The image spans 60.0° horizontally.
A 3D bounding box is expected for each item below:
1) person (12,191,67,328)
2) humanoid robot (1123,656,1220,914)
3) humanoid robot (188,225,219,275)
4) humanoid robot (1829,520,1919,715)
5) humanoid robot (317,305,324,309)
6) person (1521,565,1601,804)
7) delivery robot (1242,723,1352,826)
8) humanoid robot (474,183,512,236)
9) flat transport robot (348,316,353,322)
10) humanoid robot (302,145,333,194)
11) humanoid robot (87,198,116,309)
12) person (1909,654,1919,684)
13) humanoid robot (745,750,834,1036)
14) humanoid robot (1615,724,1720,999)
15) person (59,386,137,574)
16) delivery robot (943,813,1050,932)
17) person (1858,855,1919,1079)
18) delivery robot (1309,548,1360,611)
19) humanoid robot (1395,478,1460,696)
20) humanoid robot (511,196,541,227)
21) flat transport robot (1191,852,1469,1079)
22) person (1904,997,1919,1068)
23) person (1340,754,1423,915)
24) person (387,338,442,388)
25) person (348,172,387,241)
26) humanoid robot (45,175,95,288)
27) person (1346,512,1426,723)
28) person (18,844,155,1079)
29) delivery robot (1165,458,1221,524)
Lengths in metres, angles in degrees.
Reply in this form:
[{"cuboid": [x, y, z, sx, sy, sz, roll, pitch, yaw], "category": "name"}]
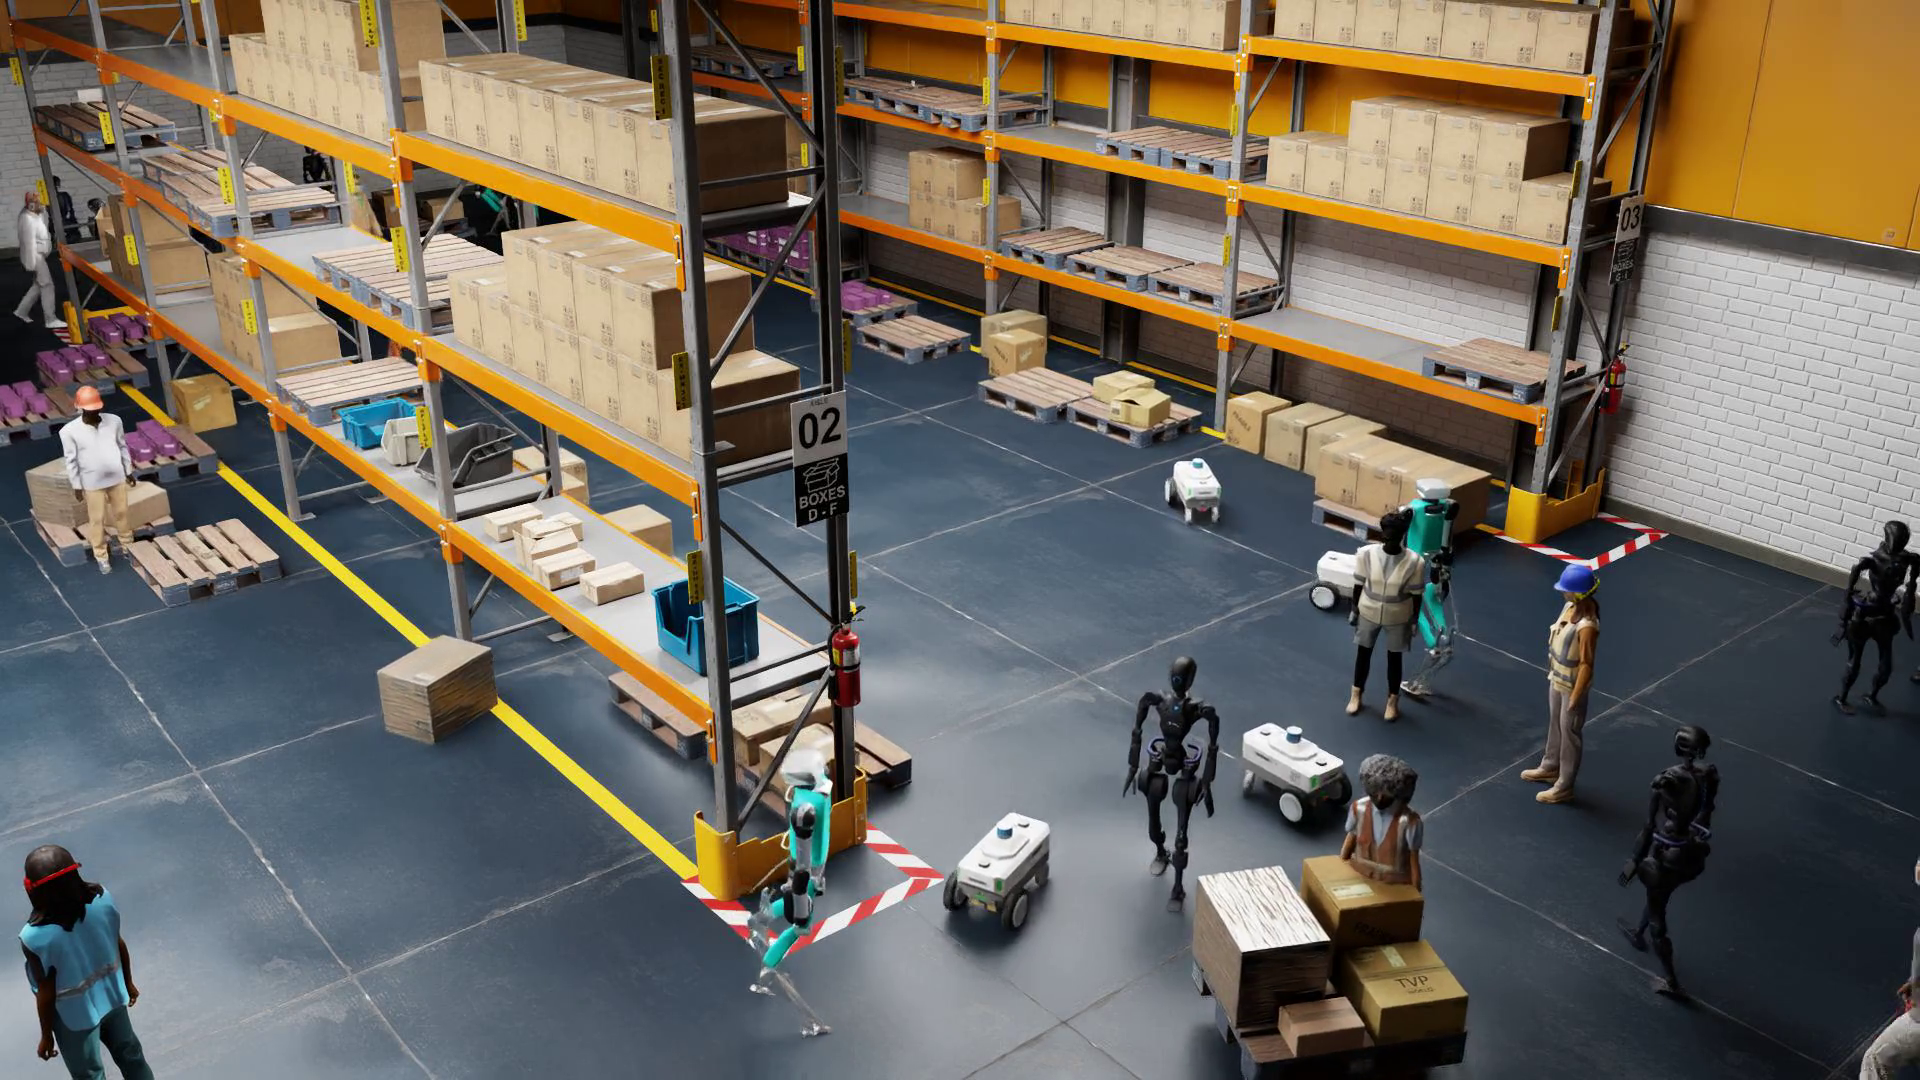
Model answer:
[{"cuboid": [-12.494, -3.750, 22.322, 0.672, 1.867, 0.666, -11, 26, -24], "category": "person"}, {"cuboid": [1.323, 1.483, 10.464, 0.599, 1.638, 0.615, 8, 25, 19], "category": "humanoid robot"}, {"cuboid": [-10.541, -3.942, 23.066, 0.751, 1.647, 0.608, 4, 24, 9], "category": "humanoid robot"}, {"cuboid": [6.890, 0.582, 12.529, 0.611, 1.631, 0.407, -2, 23, -4], "category": "humanoid robot"}, {"cuboid": [-9.520, -4.041, 23.217, 1.013, 1.782, 0.537, 6, 24, 14], "category": "humanoid robot"}, {"cuboid": [4.176, 0.986, 11.463, 0.332, 1.771, 0.466, 0, 23, 1], "category": "person"}, {"cuboid": [2.316, 1.590, 11.590, 0.515, 0.587, 0.746, -17, 28, -34], "category": "delivery robot"}, {"cuboid": [-7.580, -5.767, 27.230, 0.841, 1.851, 0.555, 2, 23, 4], "category": "humanoid robot"}, {"cuboid": [-7.600, -3.125, 22.881, 1.431, 0.231, 0.659, 4, 24, 10], "category": "flat transport robot"}, {"cuboid": [-10.354, -5.678, 27.022, 0.589, 1.648, 0.464, 11, 26, 23], "category": "humanoid robot"}, {"cuboid": [-11.715, -3.855, 22.786, 0.375, 1.647, 0.585, -19, 30, -37], "category": "humanoid robot"}, {"cuboid": [7.819, 0.263, 12.950, 0.548, 1.927, 0.390, 13, 27, 28], "category": "person"}, {"cuboid": [-1.068, 1.966, 9.299, 0.789, 1.797, 0.543, 3, 23, 6], "category": "humanoid robot"}, {"cuboid": [4.128, 1.825, 9.696, 0.609, 1.639, 0.720, -11, 26, -24], "category": "humanoid robot"}, {"cuboid": [-7.761, -0.563, 15.077, 0.345, 1.746, 0.571, 18, 29, 36], "category": "person"}, {"cuboid": [0.268, 2.072, 10.508, 0.499, 0.614, 0.815, 13, 27, 27], "category": "delivery robot"}, {"cuboid": [4.787, 2.323, 8.261, 0.884, 1.855, 0.560, 21, 31, 40], "category": "person"}, {"cuboid": [3.474, 0.350, 14.453, 0.766, 0.579, 0.499, 14, 27, 30], "category": "delivery robot"}, {"cuboid": [3.641, 0.432, 12.727, 0.539, 1.746, 0.689, -9, 25, -19], "category": "humanoid robot"}, {"cuboid": [-6.938, -5.519, 26.685, 0.560, 1.846, 0.812, -5, 24, -11], "category": "humanoid robot"}, {"cuboid": [2.022, 2.771, 9.226, 0.659, 0.231, 1.431, -5, 24, -11], "category": "flat transport robot"}, {"cuboid": [5.422, 2.059, 8.988, 0.312, 1.768, 0.526, 20, 30, 39], "category": "person"}, {"cuboid": [2.362, 1.951, 9.337, 0.524, 1.679, 0.341, 13, 26, 27], "category": "person"}, {"cuboid": [-6.720, -2.638, 19.926, 0.945, 1.714, 0.496, 5, 24, 12], "category": "person"}, {"cuboid": [-8.386, -4.265, 23.528, 0.831, 1.848, 0.558, 5, 24, 11], "category": "person"}, {"cuboid": [-13.028, -4.525, 24.368, 0.645, 1.632, 0.588, 4, 24, 8], "category": "humanoid robot"}, {"cuboid": [3.203, 0.569, 12.534, 0.537, 1.692, 0.321, 10, 25, 22], "category": "person"}, {"cuboid": [-4.308, 2.329, 8.235, 0.371, 1.864, 0.542, 11, 26, 24], "category": "person"}, {"cuboid": [2.342, -0.518, 16.473, 0.499, 0.587, 0.787, -2, 23, -4], "category": "delivery robot"}]
